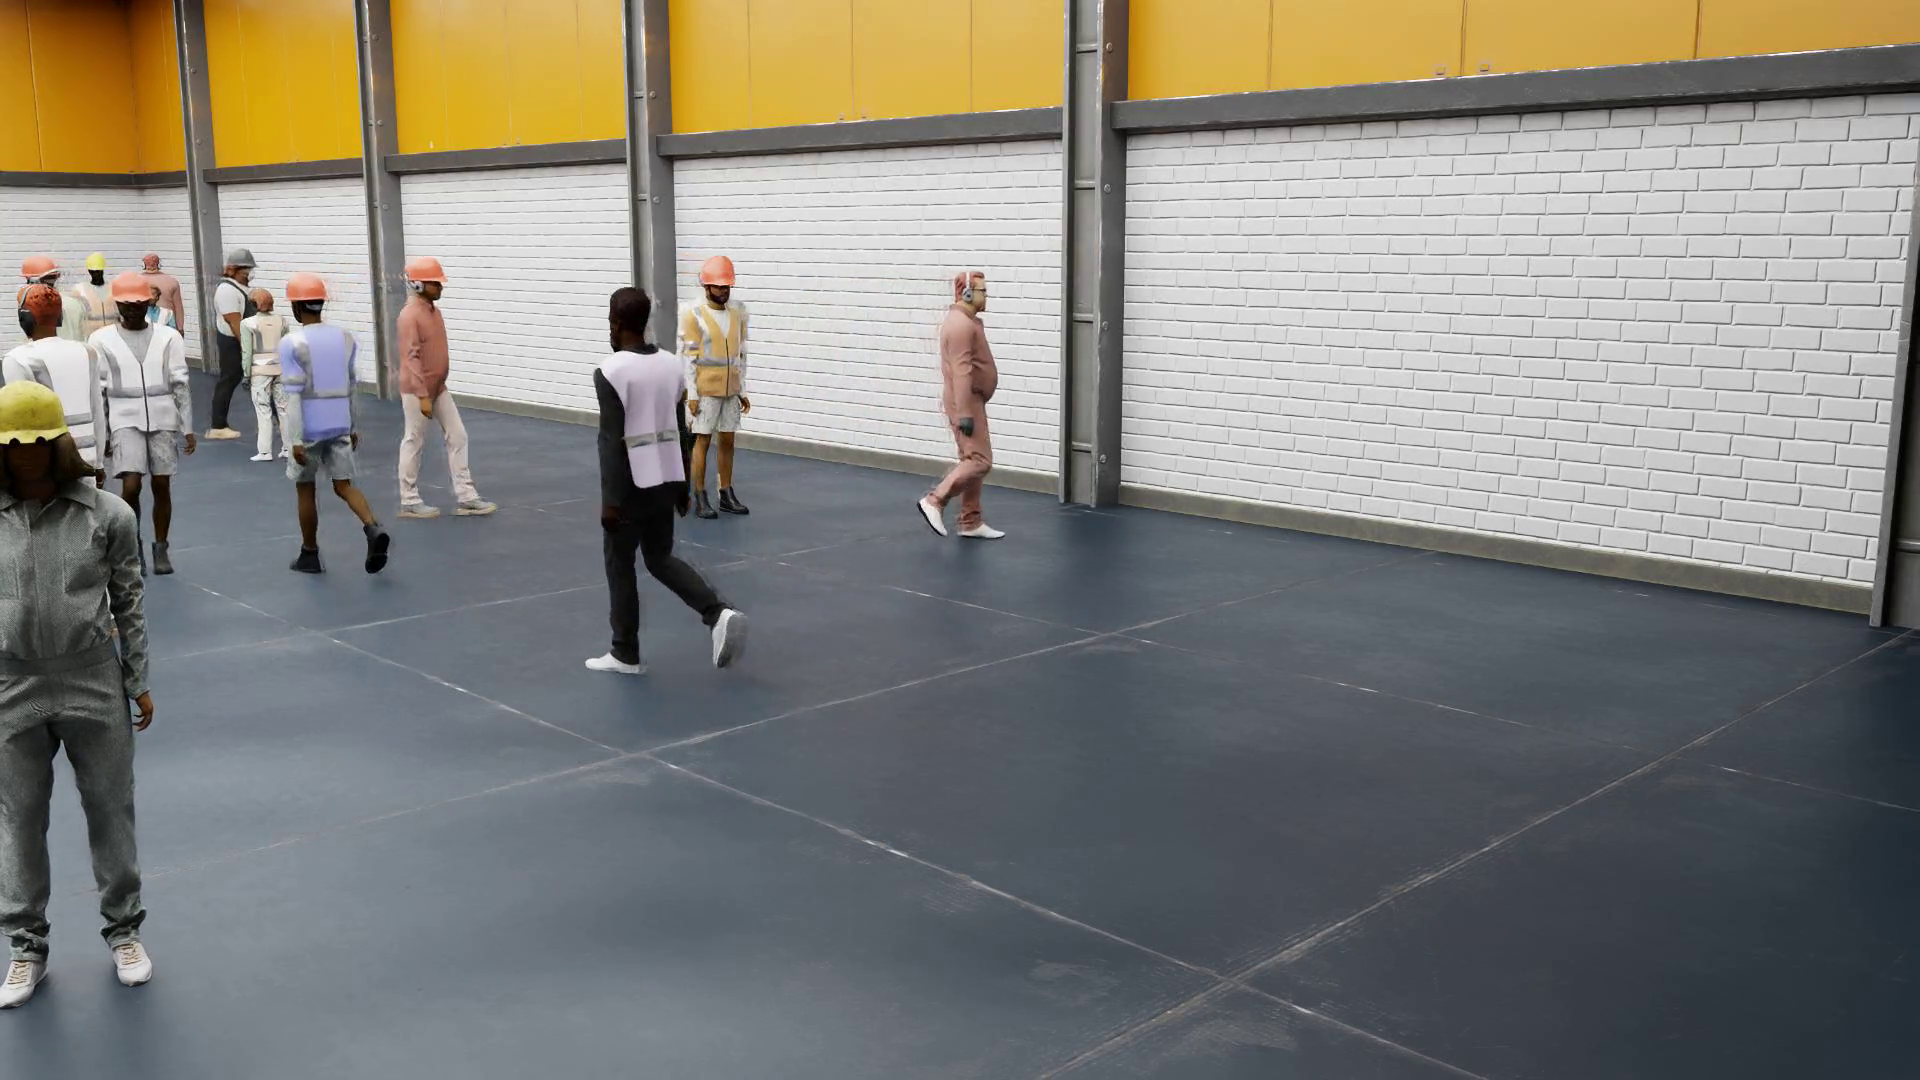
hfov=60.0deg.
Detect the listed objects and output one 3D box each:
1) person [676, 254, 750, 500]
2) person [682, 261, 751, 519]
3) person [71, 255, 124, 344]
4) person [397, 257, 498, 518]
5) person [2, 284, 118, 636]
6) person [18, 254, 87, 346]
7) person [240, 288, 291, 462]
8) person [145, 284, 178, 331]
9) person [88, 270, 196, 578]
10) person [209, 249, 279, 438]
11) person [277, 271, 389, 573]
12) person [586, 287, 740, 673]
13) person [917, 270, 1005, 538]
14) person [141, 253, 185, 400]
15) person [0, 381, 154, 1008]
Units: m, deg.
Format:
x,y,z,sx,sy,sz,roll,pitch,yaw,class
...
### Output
x,y,z,sx,sy,sz,roll,pitch,yaw,class
-2.060,-1.348,13.695,0.632,2.001,1.005,-4,11,-22,person
-1.828,-1.137,12.620,0.542,1.939,0.364,-9,14,-42,person
-10.297,-2.462,19.977,0.591,1.902,0.484,-9,14,-41,person
-3.884,-1.120,12.458,0.874,1.956,0.640,2,11,8,person
-4.684,-0.382,8.655,0.339,1.882,0.581,3,11,17,person
-7.256,-1.284,13.302,0.436,1.979,0.649,2,11,10,person
-6.553,-1.561,15.743,0.307,1.643,0.514,6,12,31,person
-8.969,-2.048,18.533,0.870,1.587,0.528,10,14,42,person
-5.058,-0.704,10.343,0.545,1.919,0.576,-7,12,-33,person
-7.468,-2.083,17.502,1.012,2.000,0.686,0,10,0,person
-3.937,-0.705,10.342,0.806,1.919,0.552,8,13,36,person
-1.466,-0.263,7.996,0.743,1.895,0.592,5,12,26,person
0.030,-0.926,11.577,0.515,1.894,0.663,0,10,2,person
-10.386,-2.756,21.543,0.639,1.908,0.409,-4,11,-22,person
-2.521,0.426,4.635,0.494,1.741,0.314,-5,11,-25,person
